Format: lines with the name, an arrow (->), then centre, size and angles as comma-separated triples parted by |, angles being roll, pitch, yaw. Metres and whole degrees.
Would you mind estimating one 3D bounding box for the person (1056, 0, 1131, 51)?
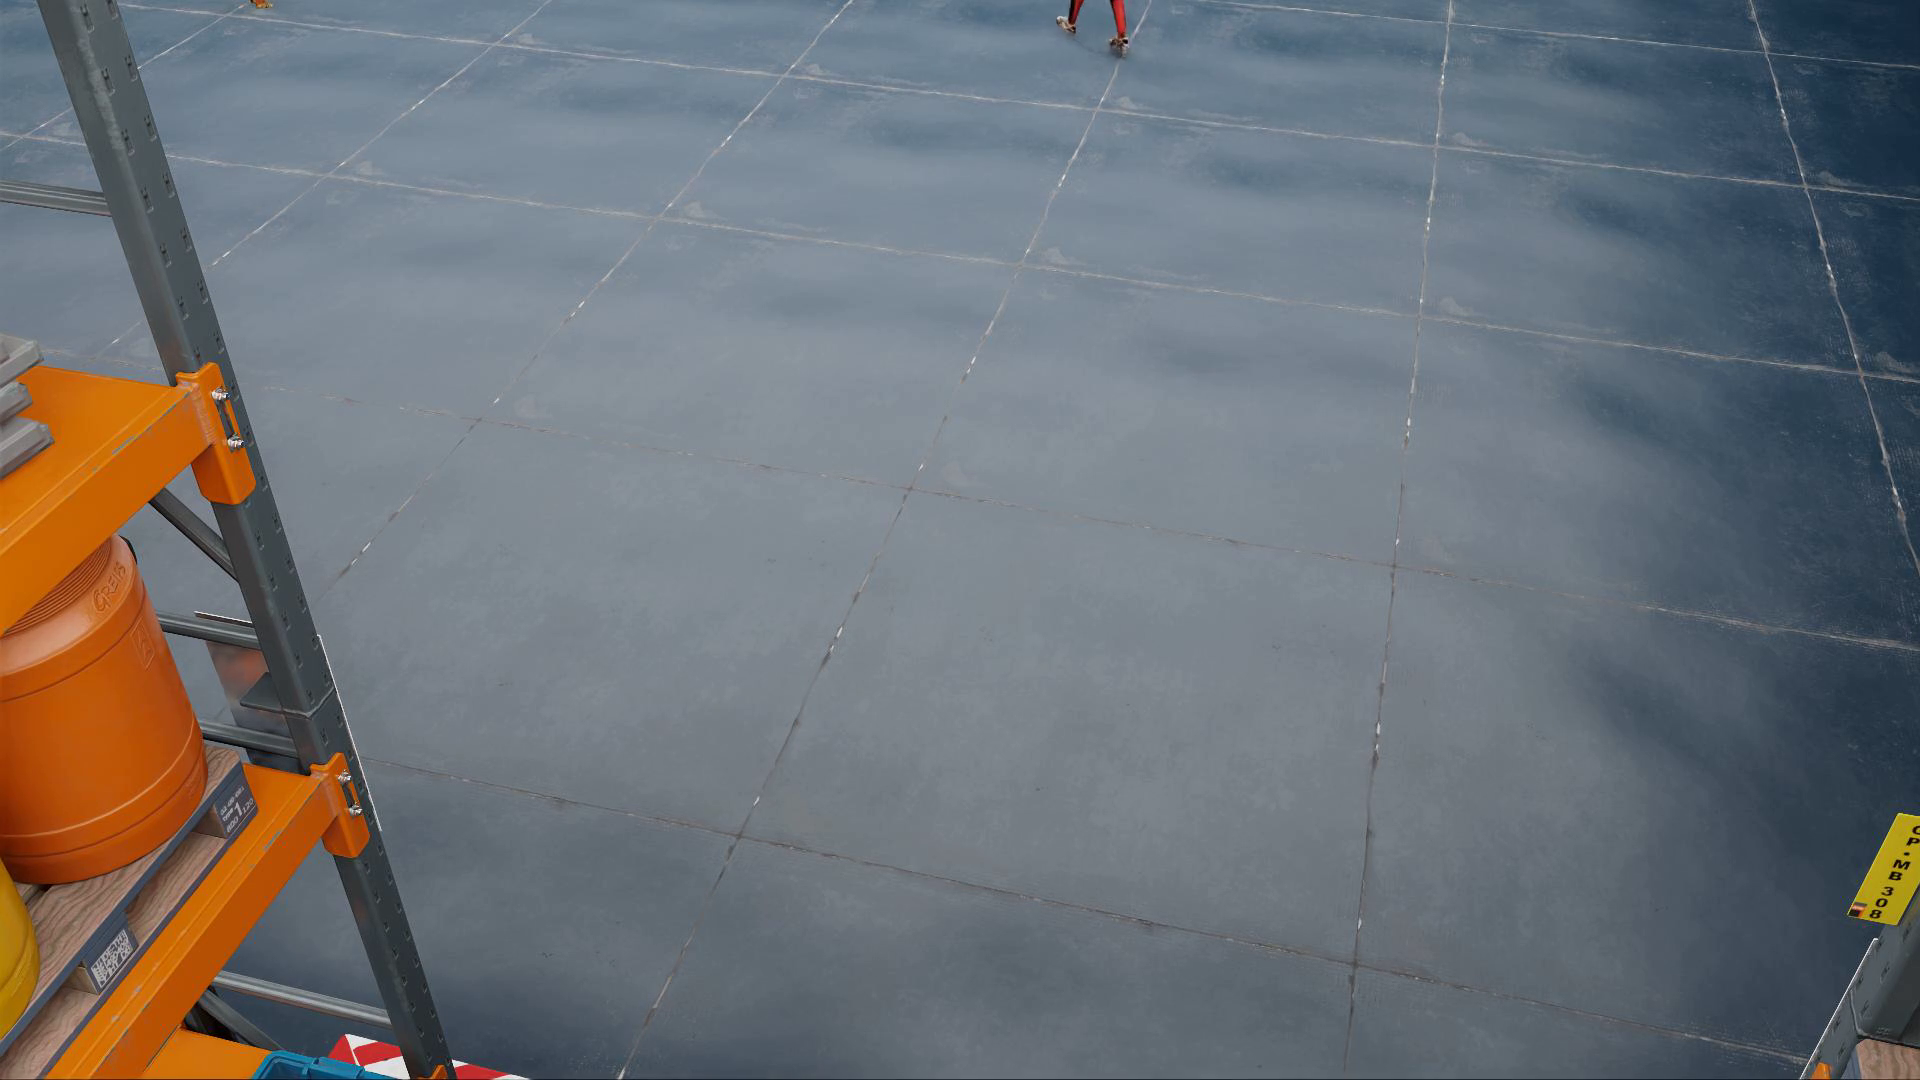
person -> 1.383, -5.491, 15.661 | 1.177, 1.761, 1.230 | -20, 42, -24
